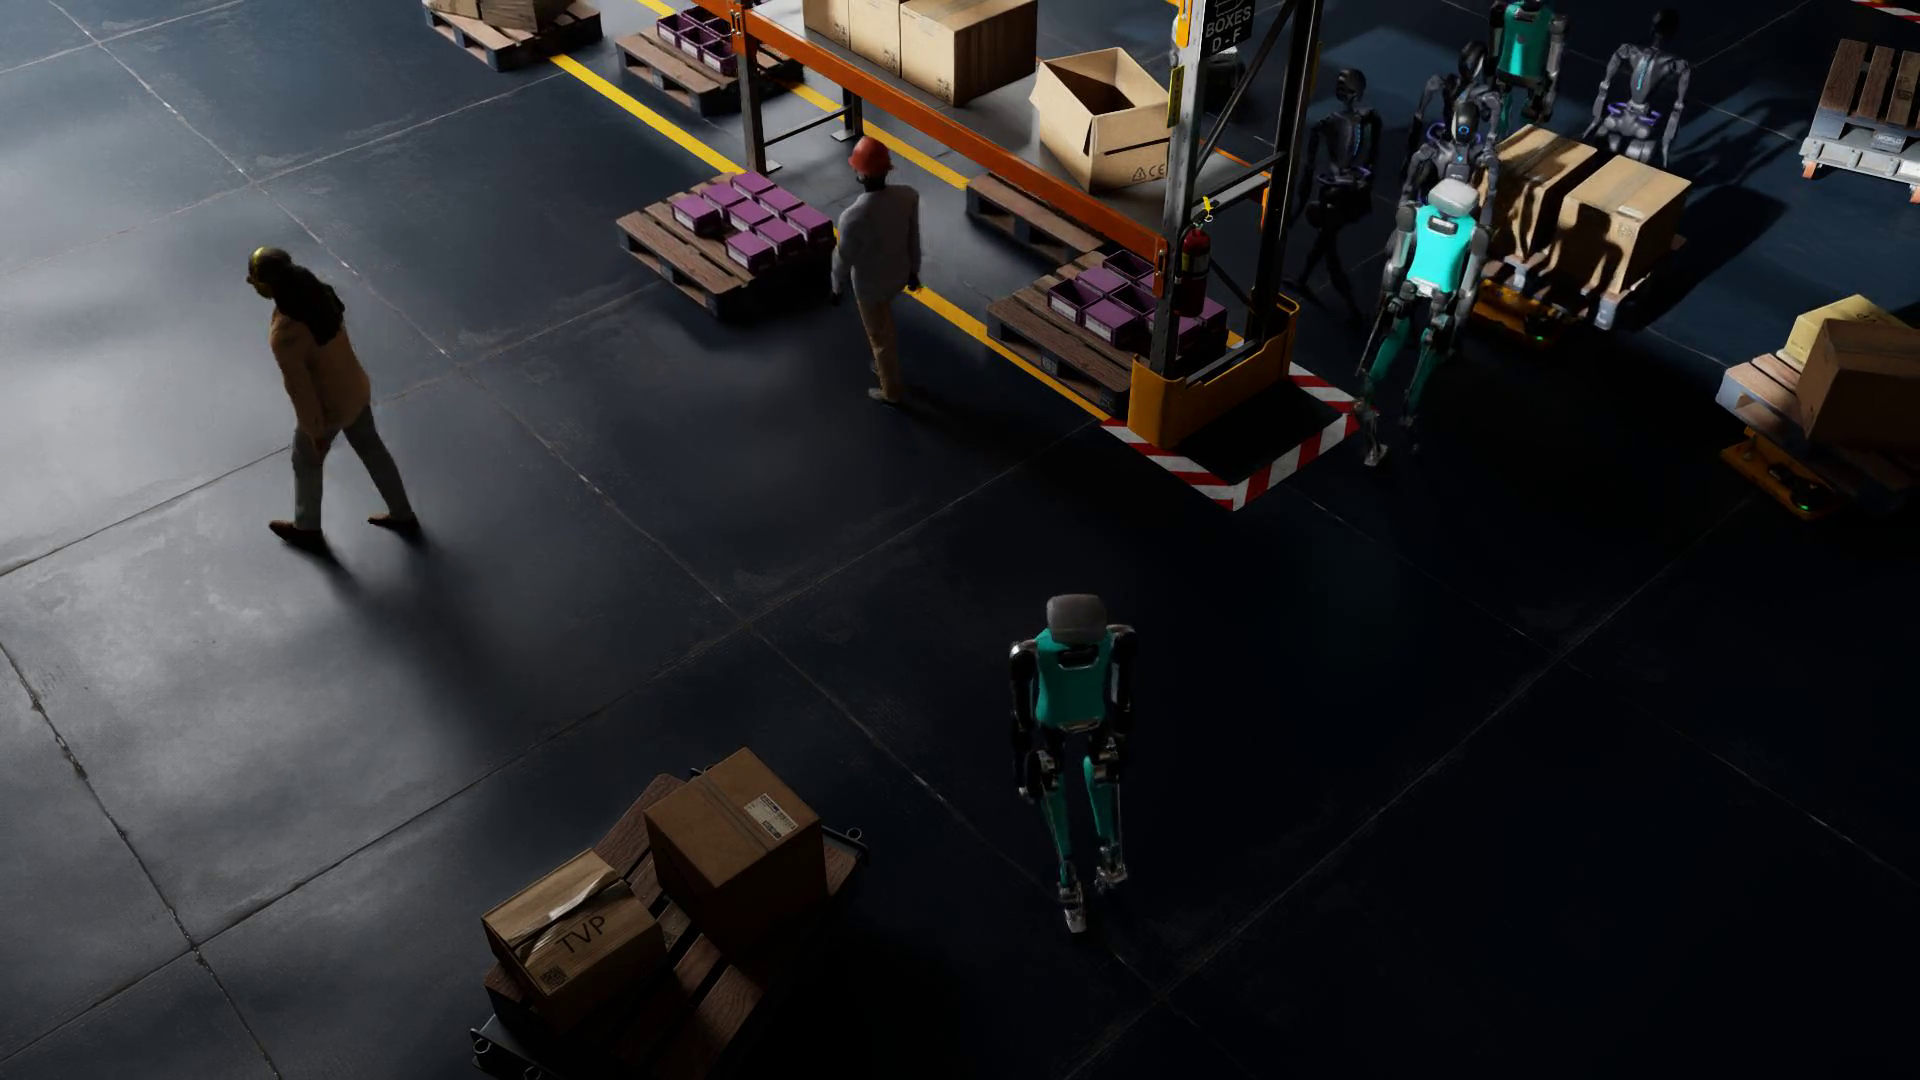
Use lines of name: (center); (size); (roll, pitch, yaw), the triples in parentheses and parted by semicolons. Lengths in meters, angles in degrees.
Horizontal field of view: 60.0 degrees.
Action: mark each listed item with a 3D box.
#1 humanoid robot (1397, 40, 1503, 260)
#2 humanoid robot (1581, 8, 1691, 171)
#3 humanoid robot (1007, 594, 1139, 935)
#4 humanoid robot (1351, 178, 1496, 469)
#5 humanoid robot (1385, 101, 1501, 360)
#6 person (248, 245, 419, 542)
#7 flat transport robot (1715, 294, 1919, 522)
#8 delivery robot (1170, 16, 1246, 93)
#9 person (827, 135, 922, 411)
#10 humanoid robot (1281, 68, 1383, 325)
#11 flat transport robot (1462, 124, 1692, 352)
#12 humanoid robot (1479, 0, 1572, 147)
humanoid robot: (3.132, -2.442, 10.715); (0.584, 1.651, 0.343); (21, 47, 22)
humanoid robot: (4.404, -2.668, 10.982); (0.597, 1.655, 0.491); (29, 50, 28)
humanoid robot: (0.505, 1.070, 6.859); (0.543, 1.800, 0.745); (-9, 43, -10)
humanoid robot: (2.489, -1.095, 9.220); (0.547, 1.802, 0.811); (24, 48, 24)
humanoid robot: (2.922, -1.874, 10.087); (0.609, 1.650, 0.386); (6, 43, 6)
person: (-3.440, -0.755, 8.758); (0.845, 1.836, 0.570); (10, 44, 11)
flat transport robot: (5.221, -0.563, 9.707); (1.431, 0.231, 0.659); (-19, 46, -20)
delivery robot: (1.921, -3.804, 13.032); (0.499, 0.610, 0.793); (-9, 43, -10)
person: (-0.525, -1.557, 9.698); (0.592, 1.732, 0.570); (32, 51, 30)
humanoid robot: (2.387, -2.129, 10.436); (0.593, 1.644, 0.780); (-18, 46, -18)
flat transport robot: (3.929, -1.739, 10.987); (0.659, 0.231, 1.431); (32, 52, 30)
humanoid robot: (3.820, -3.007, 11.291); (0.547, 1.799, 0.699); (26, 49, 26)
